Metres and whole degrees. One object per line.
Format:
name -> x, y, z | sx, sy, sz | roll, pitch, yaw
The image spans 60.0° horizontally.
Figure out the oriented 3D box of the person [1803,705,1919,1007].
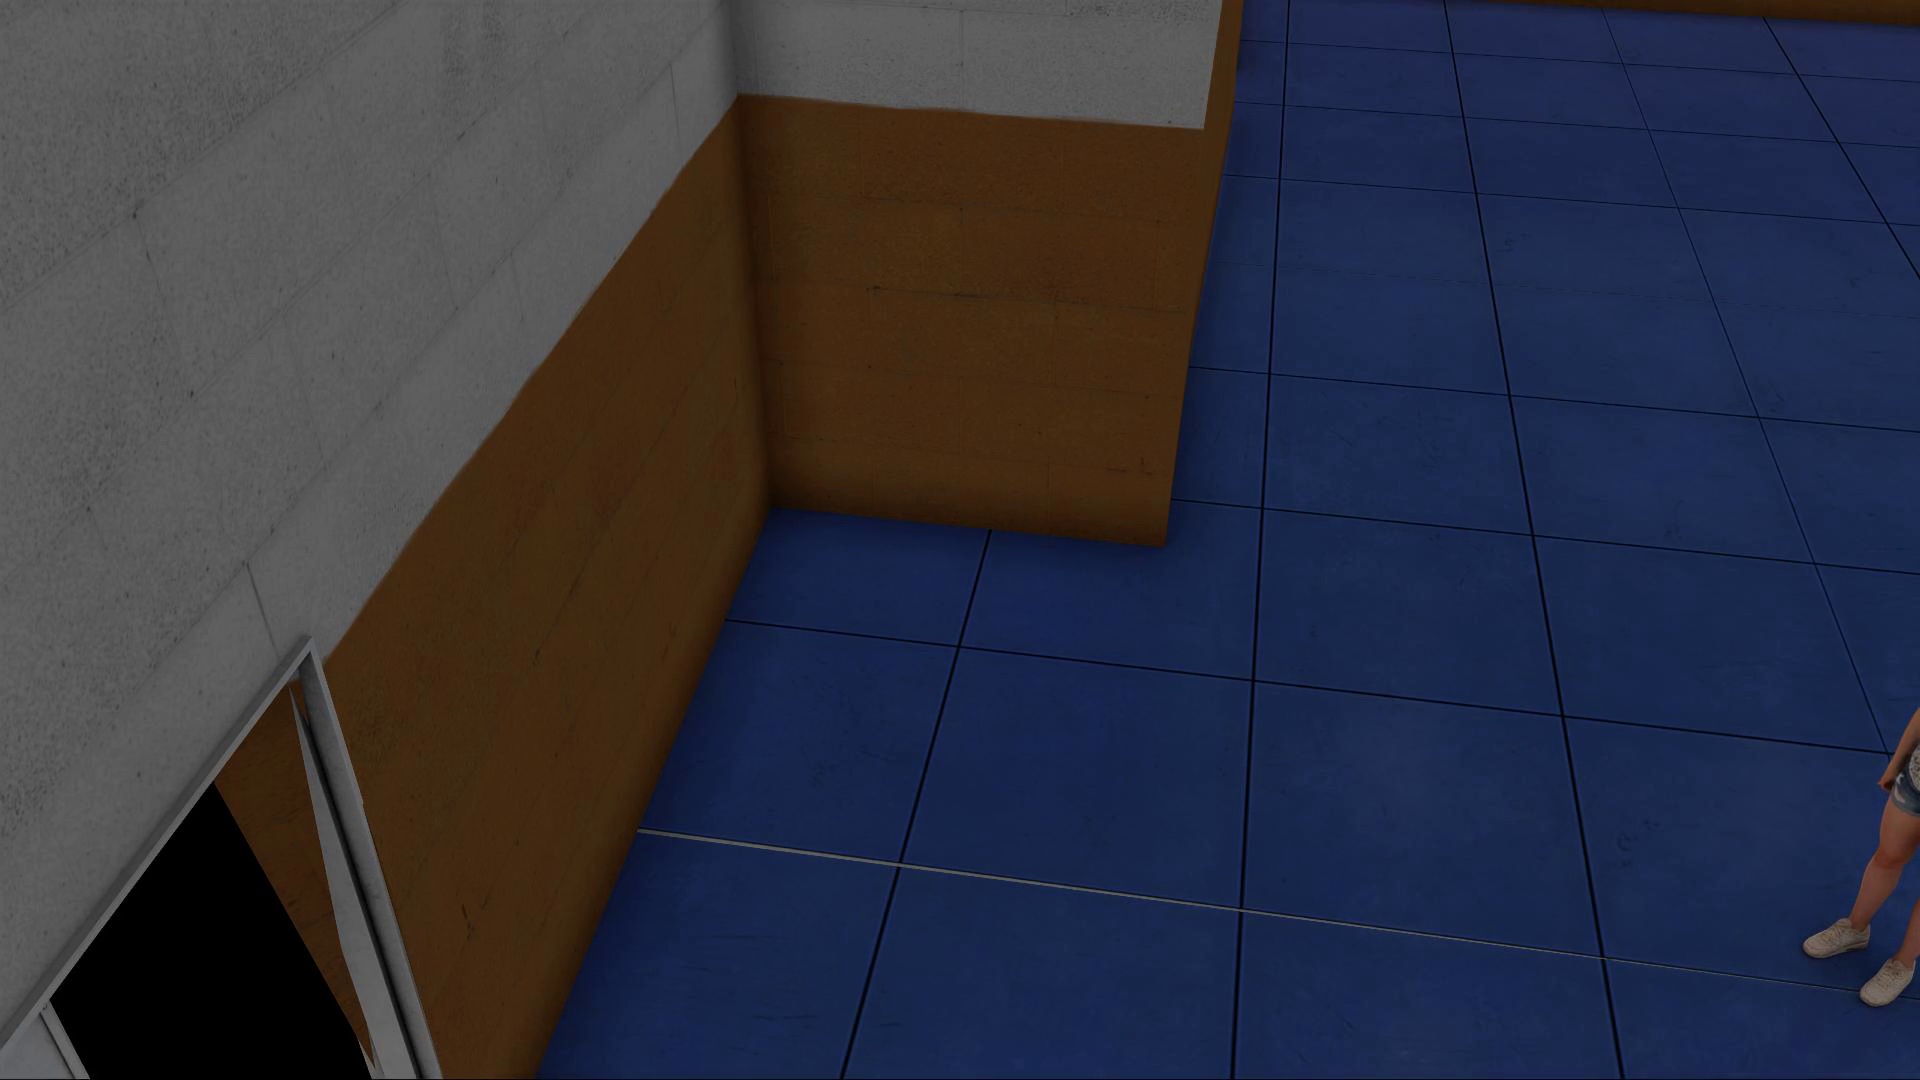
person -> 3.349, 0.876, 5.619 | 0.695, 1.759, 0.661 | -17, 40, -21
